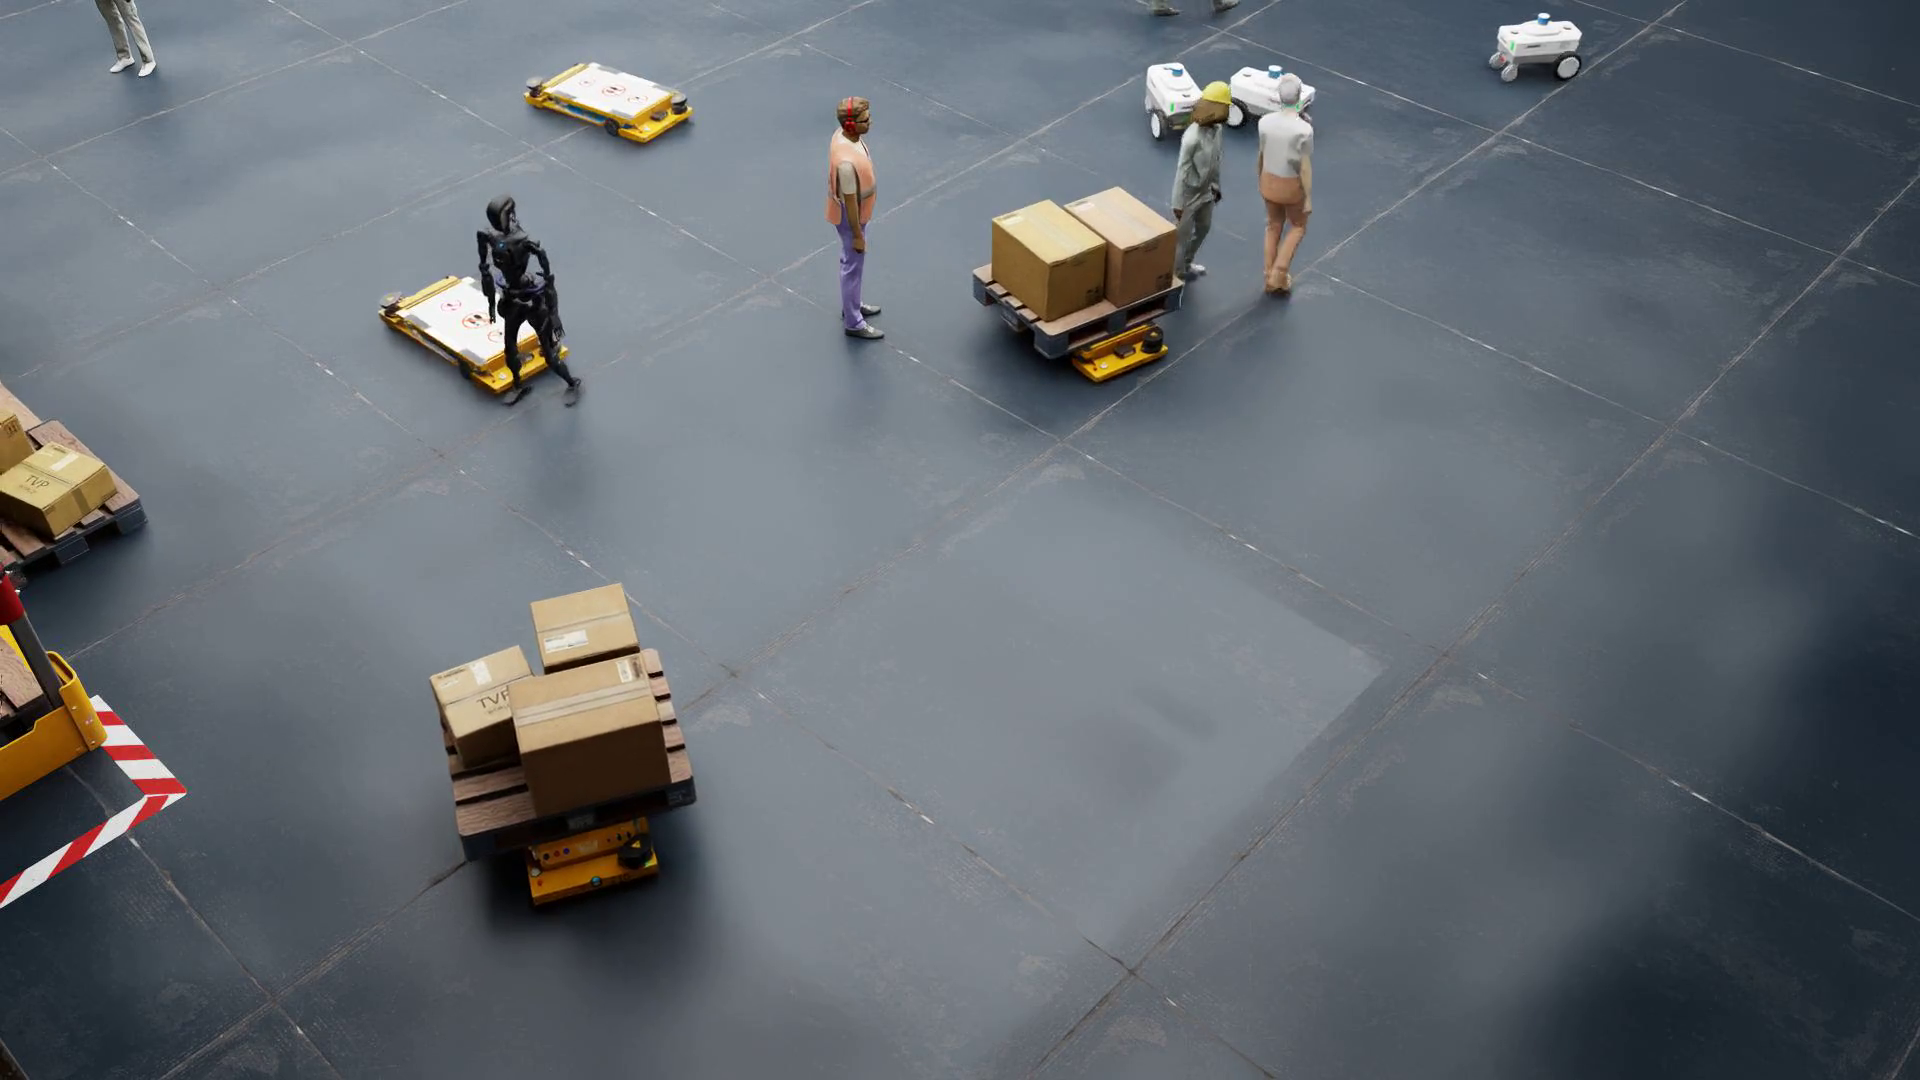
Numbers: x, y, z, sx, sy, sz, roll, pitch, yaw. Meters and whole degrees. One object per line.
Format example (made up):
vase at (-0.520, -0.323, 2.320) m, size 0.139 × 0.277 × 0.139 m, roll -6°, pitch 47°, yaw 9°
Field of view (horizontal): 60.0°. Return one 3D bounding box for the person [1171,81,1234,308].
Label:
person at (1.741, -2.561, 12.309) m, size 0.349 × 1.696 × 0.612 m, roll 29°, pitch 49°, yaw 28°

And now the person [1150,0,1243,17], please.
person at (2.319, -5.888, 15.927) m, size 0.960 × 1.791 × 0.567 m, roll -8°, pitch 43°, yaw -9°

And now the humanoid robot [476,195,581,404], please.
humanoid robot at (-2.943, -1.631, 11.287) m, size 0.588 × 1.638 × 0.400 m, roll 12°, pitch 43°, yaw 13°

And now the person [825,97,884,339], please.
person at (-0.771, -2.312, 11.916) m, size 0.388 × 1.847 × 0.563 m, roll -3°, pitch 42°, yaw -3°

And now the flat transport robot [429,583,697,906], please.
flat transport robot at (-2.114, 1.304, 9.076) m, size 0.659 × 0.231 × 1.431 m, roll -13°, pitch 44°, yaw -14°

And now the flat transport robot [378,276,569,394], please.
flat transport robot at (-3.600, -1.556, 12.256) m, size 1.431 × 0.231 × 0.659 m, roll 30°, pitch 50°, yaw 29°

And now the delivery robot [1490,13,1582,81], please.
delivery robot at (5.345, -4.581, 15.386) m, size 0.750 × 0.570 × 0.499 m, roll -7°, pitch 42°, yaw -7°

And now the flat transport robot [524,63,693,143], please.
flat transport robot at (-3.162, -3.947, 14.913) m, size 1.431 × 0.231 × 0.659 m, roll 23°, pitch 47°, yaw 24°

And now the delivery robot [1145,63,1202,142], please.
delivery robot at (1.897, -3.876, 14.618) m, size 0.499 × 0.591 × 0.768 m, roll -9°, pitch 43°, yaw -10°

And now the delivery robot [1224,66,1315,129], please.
delivery robot at (2.711, -3.875, 14.628) m, size 0.796 × 0.606 × 0.499 m, roll 27°, pitch 48°, yaw 26°

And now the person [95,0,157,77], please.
person at (-7.722, -5.011, 15.070) m, size 0.522 × 1.638 × 0.308 m, roll 12°, pitch 43°, yaw 13°

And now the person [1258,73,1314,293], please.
person at (2.430, -2.612, 12.351) m, size 0.537 × 1.709 × 0.383 m, roll 33°, pitch 51°, yaw 31°

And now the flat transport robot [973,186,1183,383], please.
flat transport robot at (0.854, -1.688, 12.402) m, size 0.659 × 0.231 × 1.431 m, roll -24°, pitch 47°, yaw -24°
